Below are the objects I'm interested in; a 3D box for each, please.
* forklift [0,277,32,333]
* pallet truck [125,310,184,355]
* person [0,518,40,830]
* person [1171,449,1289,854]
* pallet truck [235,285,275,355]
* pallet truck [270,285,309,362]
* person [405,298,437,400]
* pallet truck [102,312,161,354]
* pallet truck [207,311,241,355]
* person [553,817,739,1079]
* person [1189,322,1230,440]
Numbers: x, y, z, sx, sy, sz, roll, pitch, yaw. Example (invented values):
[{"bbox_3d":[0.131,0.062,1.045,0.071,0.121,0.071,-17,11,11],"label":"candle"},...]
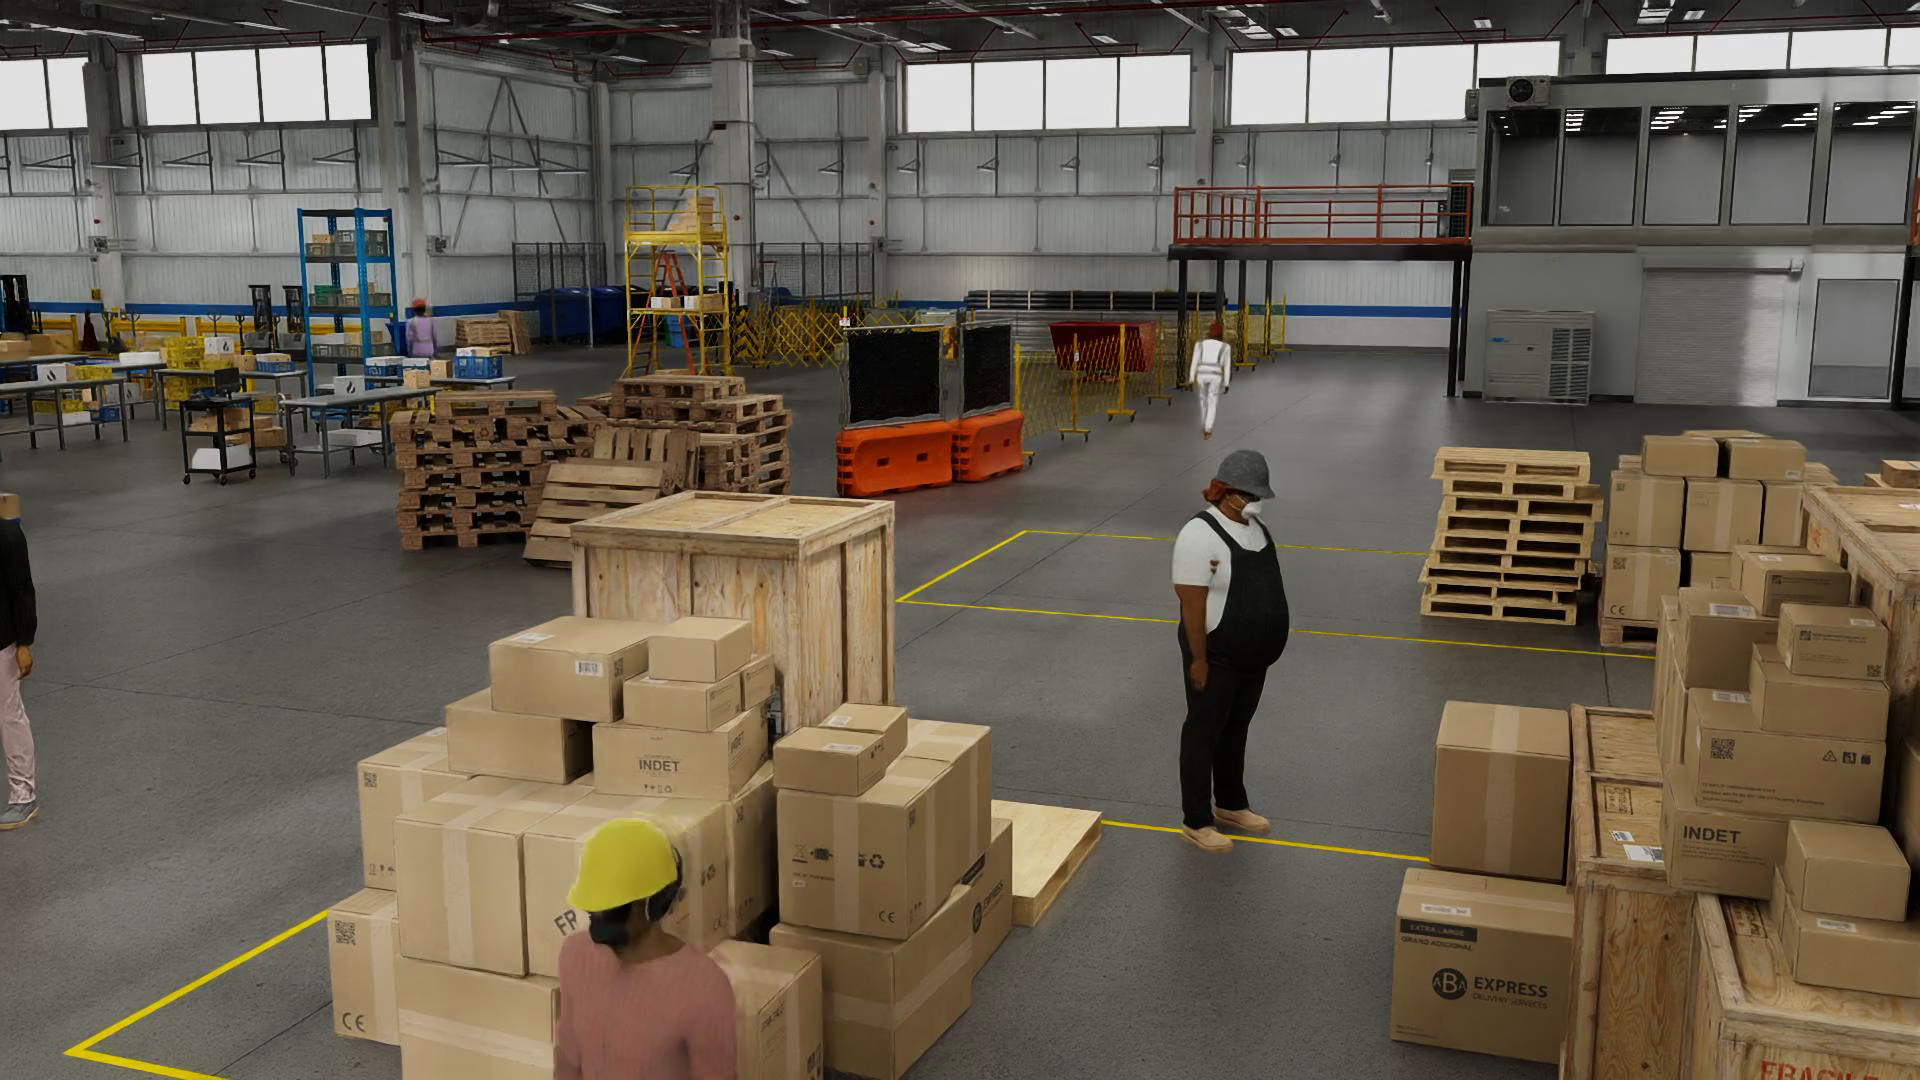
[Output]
[{"bbox_3d":[-27.151,-6.329,46.328,1.157,1.987,2.680,3,11,17],"label":"forklift"},{"bbox_3d":[-22.038,-5.665,45.457,0.704,1.261,1.522,3,11,17],"label":"pallet truck"},{"bbox_3d":[-5.106,0.526,8.608,0.623,1.992,0.396,1,10,4],"label":"person"},{"bbox_3d":[1.398,0.537,8.417,0.536,2.000,0.672,9,13,40],"label":"person"},{"bbox_3d":[-18.327,-5.835,44.421,0.823,1.965,1.885,4,11,23],"label":"pallet truck"},{"bbox_3d":[-17.147,-5.700,43.663,0.823,1.965,1.885,3,11,17],"label":"pallet truck"},{"bbox_3d":[-10.225,-3.564,31.581,0.635,2.021,0.660,-7,12,-35],"label":"person"},{"bbox_3d":[-23.057,-5.777,46.261,0.680,1.201,1.601,3,11,19],"label":"pallet truck"},{"bbox_3d":[-19.537,-5.575,44.913,0.653,1.274,1.630,3,11,19],"label":"pallet truck"},{"bbox_3d":[-0.697,1.465,4.025,0.530,1.747,0.651,6,12,31],"label":"person"},{"bbox_3d":[3.908,-2.491,26.101,0.616,1.833,0.971,3,11,18],"label":"person"}]
